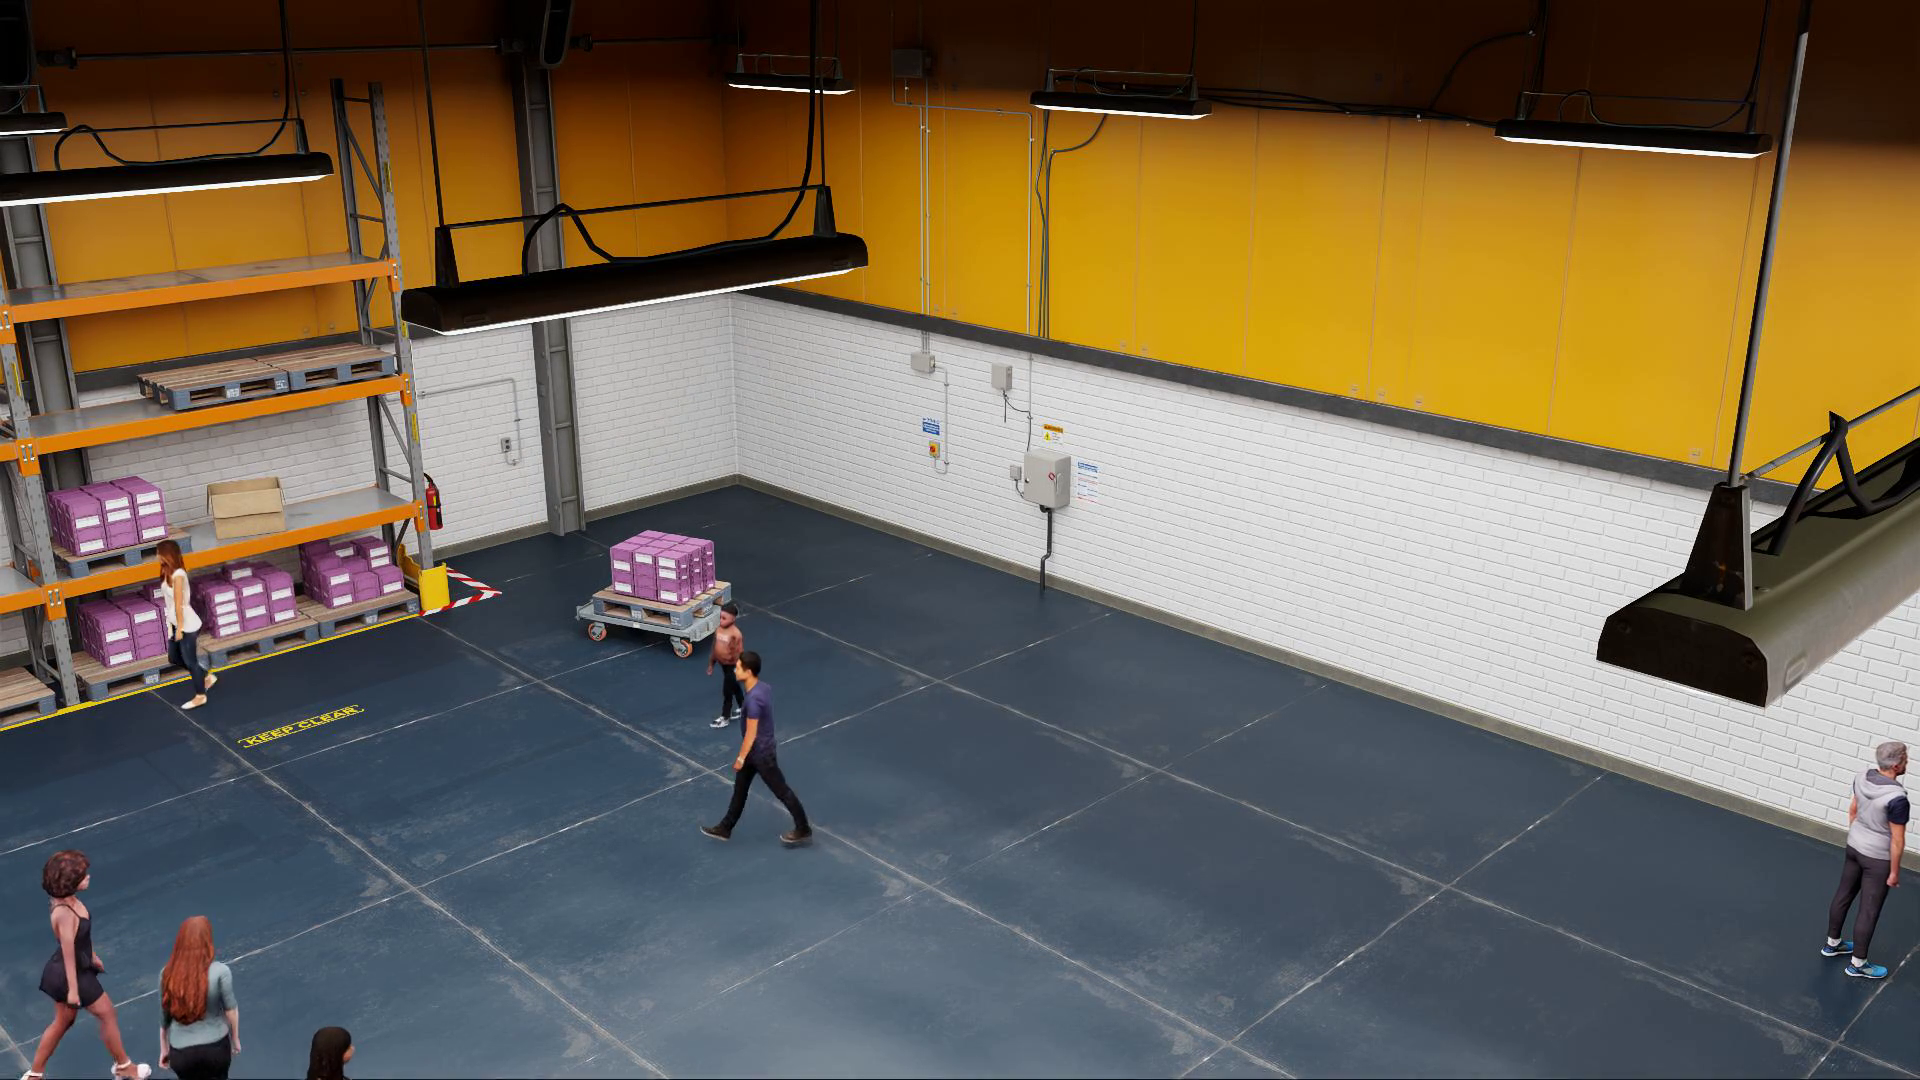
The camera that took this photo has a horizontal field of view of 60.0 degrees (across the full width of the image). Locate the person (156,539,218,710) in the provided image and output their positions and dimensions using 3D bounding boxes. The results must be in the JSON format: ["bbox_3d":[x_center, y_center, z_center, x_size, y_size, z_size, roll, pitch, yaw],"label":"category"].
[{"bbox_3d":[-7.743,0.833,16.784,0.607,1.771,0.629,18,25,42],"label":"person"}]

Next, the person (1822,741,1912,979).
[{"bbox_3d":[6.716,2.321,12.276,0.791,1.828,0.765,-2,19,-7],"label":"person"}]

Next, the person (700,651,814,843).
[{"bbox_3d":[-1.585,1.799,13.975,1.254,1.733,1.083,-3,19,-9],"label":"person"}]

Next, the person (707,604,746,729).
[{"bbox_3d":[-2.231,1.209,16.509,0.745,1.232,0.530,-18,25,-42],"label":"person"}]

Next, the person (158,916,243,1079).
[{"bbox_3d":[-4.588,3.136,10.021,0.837,1.721,0.885,-4,19,-12],"label":"person"}]

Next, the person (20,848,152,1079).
[{"bbox_3d":[-5.835,2.870,10.774,1.032,1.746,0.659,-11,22,-30],"label":"person"}]
